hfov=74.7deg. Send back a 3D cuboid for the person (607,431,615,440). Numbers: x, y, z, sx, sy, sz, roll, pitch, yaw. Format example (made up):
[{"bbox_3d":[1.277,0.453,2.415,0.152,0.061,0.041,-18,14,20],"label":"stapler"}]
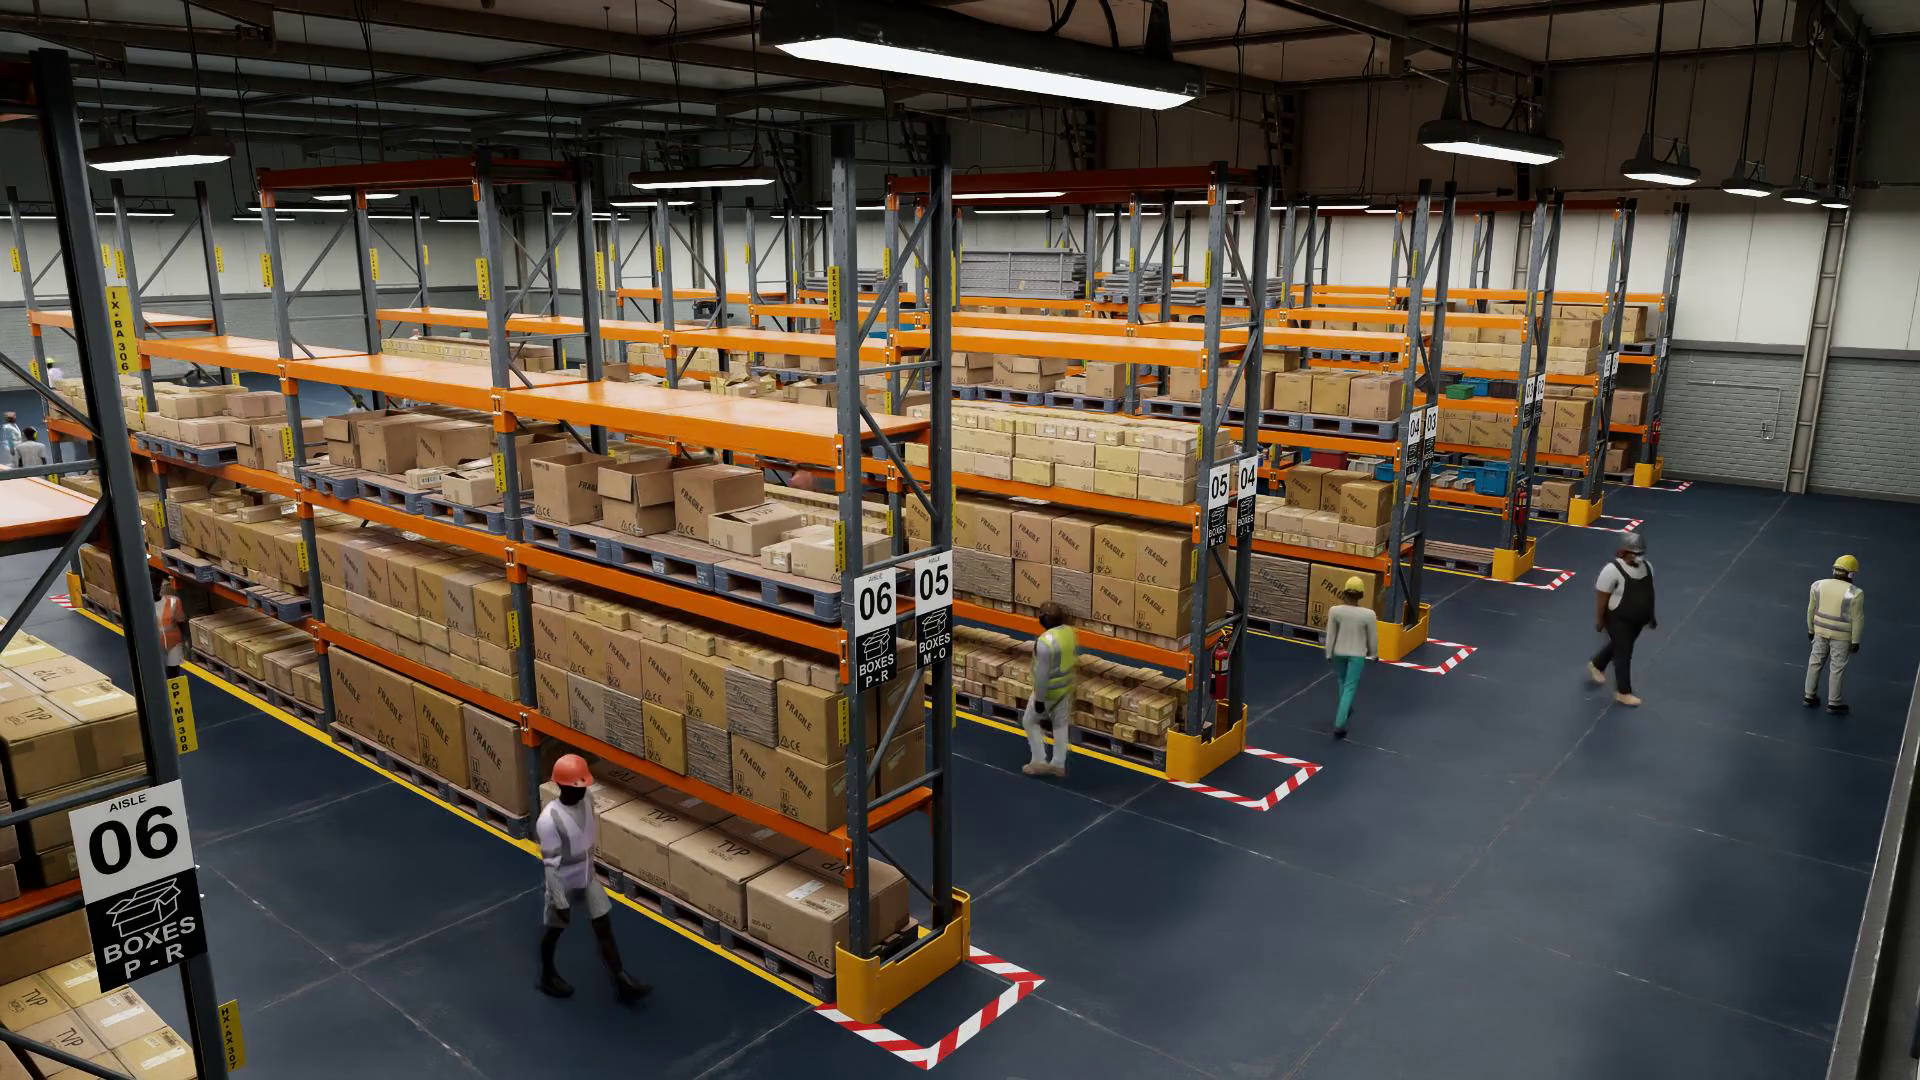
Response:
[{"bbox_3d":[-7.621,-1.887,27.027,0.509,1.610,0.629,-2,14,-7],"label":"person"}]

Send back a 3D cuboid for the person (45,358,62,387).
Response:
[{"bbox_3d":[-26.405,-4.394,36.836,0.991,1.877,0.571,2,14,9],"label":"person"}]

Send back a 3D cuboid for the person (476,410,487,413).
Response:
[{"bbox_3d":[-12.051,-3.322,32.137,0.611,2.009,0.948,-8,16,-30],"label":"person"}]

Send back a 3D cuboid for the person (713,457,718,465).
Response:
[{"bbox_3d":[-4.027,-0.434,20.483,0.355,1.887,0.574,9,16,32],"label":"person"}]

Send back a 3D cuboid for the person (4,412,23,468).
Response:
[{"bbox_3d":[-20.697,-1.990,27.456,0.649,1.620,0.523,-6,15,-22],"label":"person"}]

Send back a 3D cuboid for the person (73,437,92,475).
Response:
[{"bbox_3d":[-17.031,-1.483,24.767,0.854,1.914,0.638,10,17,36],"label":"person"}]

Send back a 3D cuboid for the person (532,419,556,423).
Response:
[{"bbox_3d":[-9.972,-2.810,30.349,0.633,1.842,0.429,-7,15,-25],"label":"person"}]

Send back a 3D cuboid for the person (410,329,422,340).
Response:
[{"bbox_3d":[-20.363,-6.970,47.337,0.643,1.905,0.400,-10,17,-35],"label":"person"}]

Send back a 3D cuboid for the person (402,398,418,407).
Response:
[{"bbox_3d":[-15.672,-4.212,35.920,0.551,1.934,0.373,-5,14,-18],"label":"person"}]

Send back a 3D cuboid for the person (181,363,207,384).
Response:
[{"bbox_3d":[-28.015,-6.488,45.862,0.754,1.654,0.545,-8,16,-31],"label":"person"}]

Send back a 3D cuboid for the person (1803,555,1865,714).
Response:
[{"bbox_3d":[10.037,1.064,14.445,0.403,1.827,0.588,-6,15,-24],"label":"person"}]

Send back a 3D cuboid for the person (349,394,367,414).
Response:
[{"bbox_3d":[-13.700,-2.427,28.754,0.602,1.855,0.516,7,15,26],"label":"person"}]

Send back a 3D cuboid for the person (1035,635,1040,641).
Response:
[{"bbox_3d":[1.086,0.743,15.435,0.539,1.983,0.635,10,17,35],"label":"person"}]

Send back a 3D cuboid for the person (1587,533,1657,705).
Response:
[{"bbox_3d":[7.845,0.855,14.947,0.686,2.000,0.975,-5,15,-20],"label":"person"}]

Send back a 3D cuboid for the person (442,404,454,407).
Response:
[{"bbox_3d":[-14.864,-4.291,36.298,0.864,1.908,0.606,-4,14,-18],"label":"person"}]

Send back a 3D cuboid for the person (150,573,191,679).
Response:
[{"bbox_3d":[-9.005,1.192,14.222,0.371,1.687,0.538,12,18,40],"label":"person"}]

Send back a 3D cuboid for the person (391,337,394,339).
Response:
[{"bbox_3d":[-19.407,-5.981,43.191,0.378,1.940,0.629,3,14,13],"label":"person"}]

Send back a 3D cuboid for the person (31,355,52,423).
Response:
[{"bbox_3d":[-26.548,-4.384,36.505,0.397,1.992,0.622,-13,19,-43],"label":"person"}]

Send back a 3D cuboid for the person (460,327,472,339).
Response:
[{"bbox_3d":[-20.633,-8.122,52.634,0.499,1.634,0.279,-13,18,-42],"label":"person"}]

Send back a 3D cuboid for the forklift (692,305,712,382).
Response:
[{"bbox_3d":[-9.511,-7.392,47.124,1.873,2.768,1.129,11,17,38],"label":"forklift"}]

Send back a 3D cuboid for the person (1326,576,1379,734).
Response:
[{"bbox_3d":[4.309,1.253,13.904,0.527,1.722,0.920,11,17,37],"label":"person"}]

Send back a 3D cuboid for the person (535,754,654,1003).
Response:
[{"bbox_3d":[-2.656,2.397,8.838,0.988,1.882,0.568,7,15,26],"label":"person"}]

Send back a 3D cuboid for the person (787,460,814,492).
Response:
[{"bbox_3d":[-2.542,-0.457,20.374,0.554,1.979,0.634,8,16,28],"label":"person"}]

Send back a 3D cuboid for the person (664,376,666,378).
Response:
[{"bbox_3d":[-10.036,-5.737,42.562,0.389,1.752,0.540,9,16,33],"label":"person"}]

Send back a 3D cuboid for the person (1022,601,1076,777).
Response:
[{"bbox_3d":[0.854,1.493,12.675,0.579,1.828,0.654,10,17,35],"label":"person"}]

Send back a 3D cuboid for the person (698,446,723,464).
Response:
[{"bbox_3d":[-4.446,-0.944,22.496,0.626,1.927,0.459,-13,19,-42],"label":"person"}]

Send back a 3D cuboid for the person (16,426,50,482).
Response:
[{"bbox_3d":[-17.555,-1.241,23.919,0.549,1.825,0.870,-4,14,-14],"label":"person"}]

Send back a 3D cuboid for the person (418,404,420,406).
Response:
[{"bbox_3d":[-16.427,-4.709,38.680,0.885,1.585,0.516,6,15,22],"label":"person"}]
